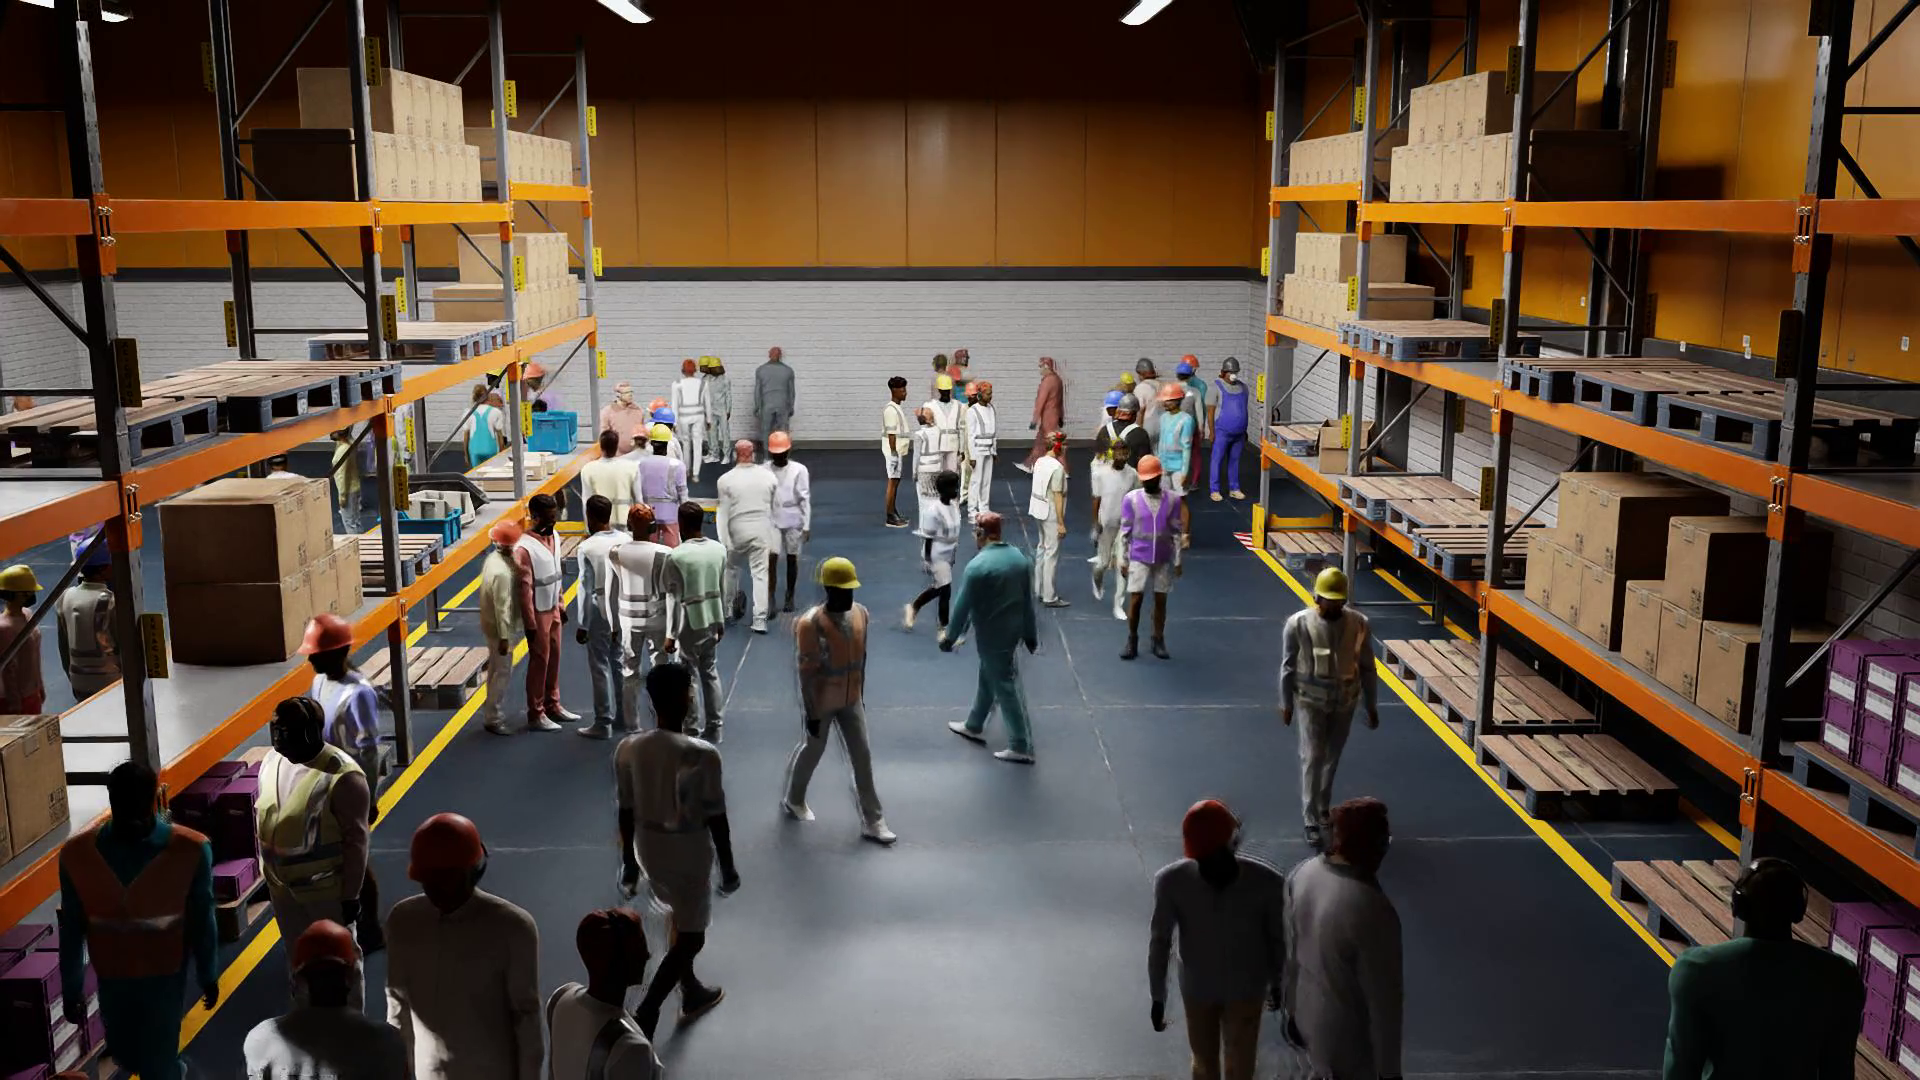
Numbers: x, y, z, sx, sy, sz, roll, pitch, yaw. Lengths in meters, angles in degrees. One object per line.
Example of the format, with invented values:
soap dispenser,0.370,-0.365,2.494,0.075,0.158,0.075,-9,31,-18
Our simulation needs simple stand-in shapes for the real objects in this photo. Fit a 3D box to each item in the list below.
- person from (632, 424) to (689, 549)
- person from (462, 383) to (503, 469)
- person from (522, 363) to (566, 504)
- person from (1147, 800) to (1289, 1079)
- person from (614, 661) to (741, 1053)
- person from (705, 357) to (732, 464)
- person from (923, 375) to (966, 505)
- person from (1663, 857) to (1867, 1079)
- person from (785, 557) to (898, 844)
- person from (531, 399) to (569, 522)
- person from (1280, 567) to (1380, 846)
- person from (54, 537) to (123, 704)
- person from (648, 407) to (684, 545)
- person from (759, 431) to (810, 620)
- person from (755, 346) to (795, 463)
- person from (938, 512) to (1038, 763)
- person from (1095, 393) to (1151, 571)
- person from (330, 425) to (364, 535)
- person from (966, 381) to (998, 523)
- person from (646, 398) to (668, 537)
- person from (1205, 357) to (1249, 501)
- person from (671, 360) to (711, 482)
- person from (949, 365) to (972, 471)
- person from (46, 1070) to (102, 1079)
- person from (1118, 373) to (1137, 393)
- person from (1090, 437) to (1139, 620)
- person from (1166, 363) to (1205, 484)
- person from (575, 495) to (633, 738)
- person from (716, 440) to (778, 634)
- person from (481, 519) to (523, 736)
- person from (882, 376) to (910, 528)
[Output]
person,-3.066,-0.232,17.080,0.595,1.925,0.373,1,11,6
person,-6.283,-1.150,21.929,0.510,1.833,0.401,-3,12,-15
person,-5.889,-1.419,22.844,1.005,1.998,0.624,-8,14,-36
person,1.088,1.882,7.025,0.580,1.707,0.708,3,12,13
person,-1.429,1.552,8.122,0.608,1.938,0.882,7,13,30
person,-3.923,-2.093,26.879,0.493,1.740,0.325,6,13,26
person,-0.205,-1.233,22.100,0.587,1.928,0.362,-3,12,-15
person,2.740,2.018,5.772,0.631,1.940,0.372,1,11,6
person,-0.838,1.019,10.955,0.607,1.879,1.004,-10,15,-41
person,-5.464,-1.045,21.866,0.534,1.654,0.684,-5,12,-24
person,2.426,1.075,10.817,0.610,1.800,0.746,-1,11,-6
person,-5.729,0.939,11.157,0.617,1.946,0.393,4,12,19
person,-3.226,-0.502,18.371,0.375,1.949,0.614,-2,11,-10
person,-1.787,-0.137,16.699,0.567,1.888,0.964,0,11,-1
person,-2.999,-2.193,26.976,0.652,1.903,0.402,-2,11,-10
person,0.190,0.713,12.537,0.974,1.854,0.645,8,14,34
person,1.915,-0.663,18.958,0.692,2.000,0.537,8,14,36
person,-7.060,-0.548,19.100,0.338,1.761,0.524,-2,11,-8
person,0.292,-1.143,21.793,0.351,1.878,0.568,8,14,33
person,-3.777,-0.914,20.934,0.331,1.750,0.573,-6,13,-29
person,3.827,-1.574,23.522,0.684,2.000,0.538,-5,12,-25
person,-4.096,-1.832,25.354,0.592,1.828,0.974,-2,12,-12
person,0.018,-1.887,25.963,0.333,1.704,0.676,10,15,40
person,-2.322,2.310,4.446,0.584,1.882,0.345,0,11,1
person,2.450,-1.585,24.358,0.327,1.733,0.487,-5,12,-25
person,1.549,-0.156,16.947,0.530,1.834,0.819,-2,12,-12
person,3.227,-1.605,24.052,0.606,1.901,0.911,8,14,34
person,-2.758,0.594,13.003,0.408,1.907,0.598,6,13,27
person,-2.127,-0.053,16.365,0.646,1.854,0.999,-5,12,-23
person,-3.580,0.671,13.061,0.398,1.728,0.673,-5,12,-22
person,-0.824,-1.153,21.598,0.361,1.963,0.618,1,11,4
